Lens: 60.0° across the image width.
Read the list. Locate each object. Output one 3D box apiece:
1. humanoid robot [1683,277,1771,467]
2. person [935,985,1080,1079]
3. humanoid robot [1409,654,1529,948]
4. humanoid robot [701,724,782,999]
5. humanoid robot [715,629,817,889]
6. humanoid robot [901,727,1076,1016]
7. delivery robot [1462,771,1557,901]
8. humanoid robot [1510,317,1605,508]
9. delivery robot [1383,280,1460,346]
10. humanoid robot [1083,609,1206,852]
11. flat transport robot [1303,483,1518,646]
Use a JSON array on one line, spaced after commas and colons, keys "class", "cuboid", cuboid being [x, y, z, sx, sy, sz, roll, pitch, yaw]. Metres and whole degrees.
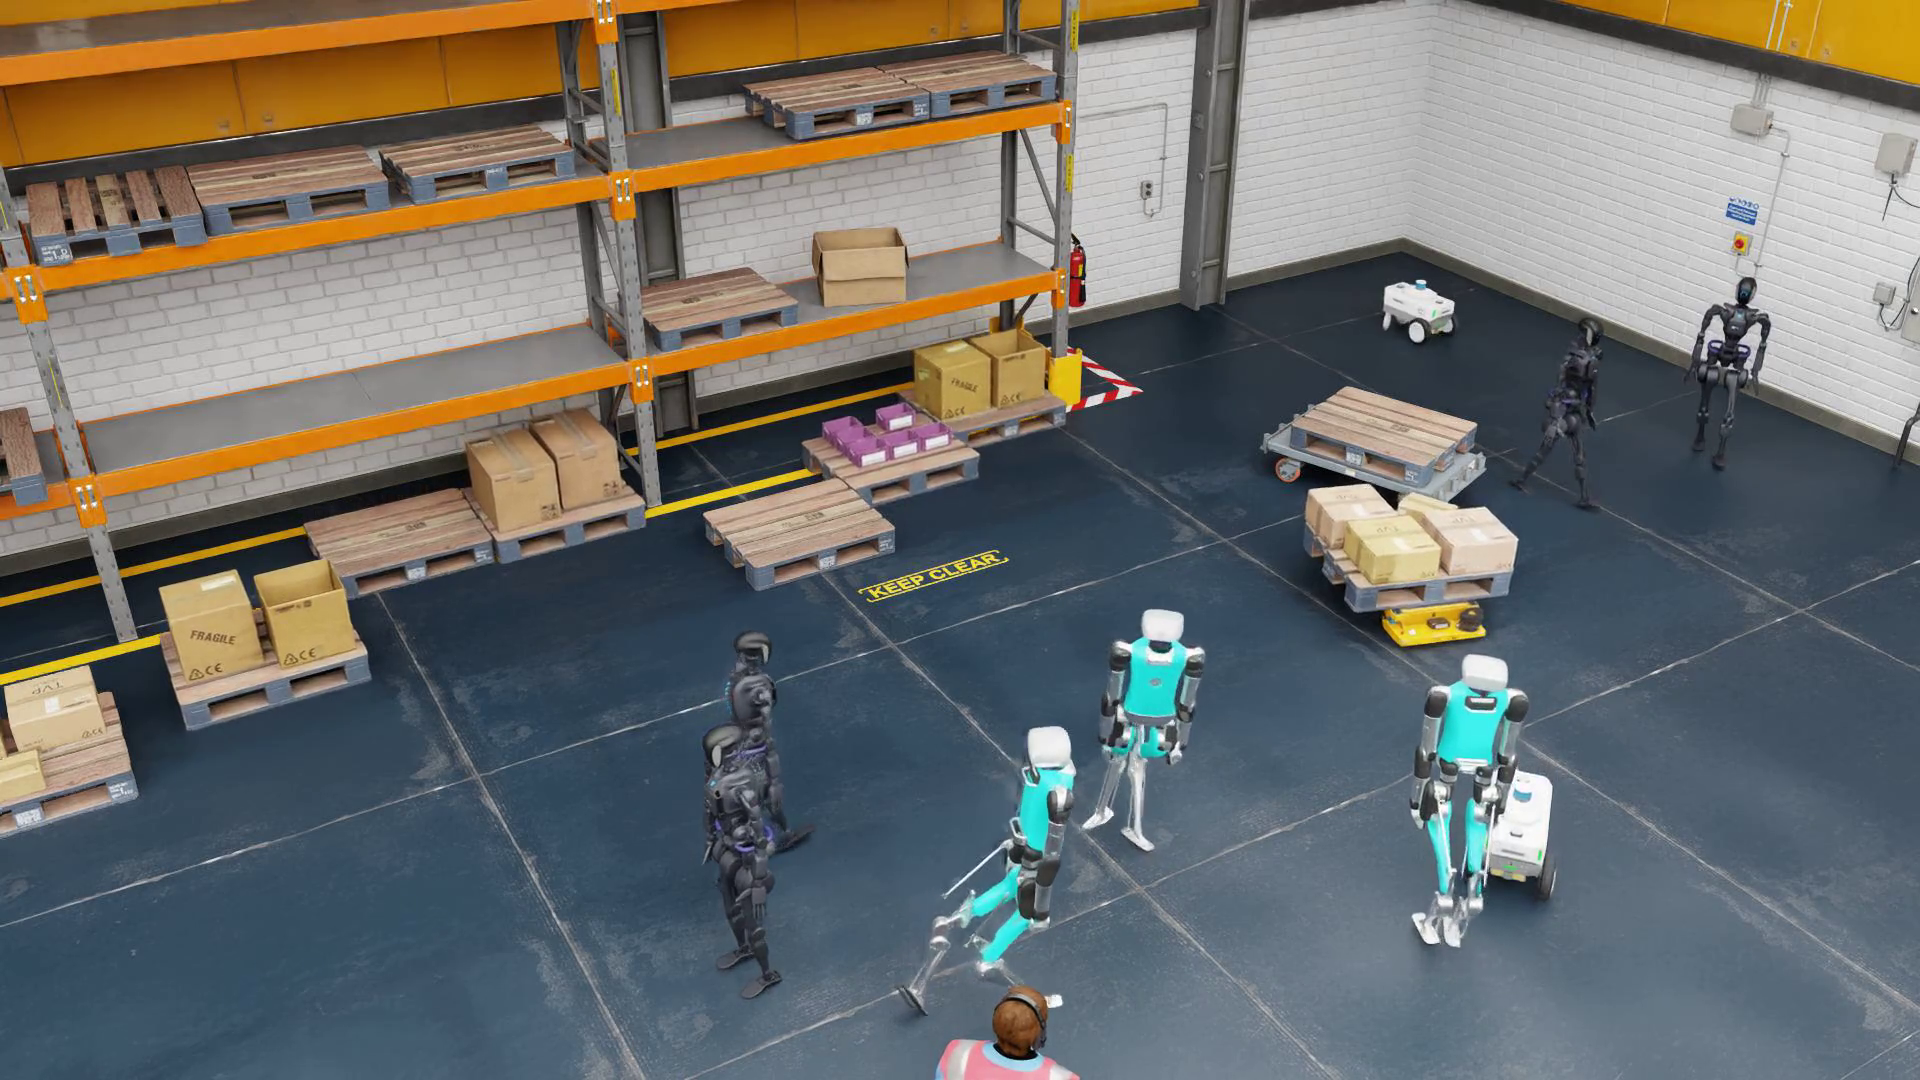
[{"class": "humanoid robot", "cuboid": [6.497, -1.457, 14.126, 0.601, 1.641, 0.597, 13, 32, 22]}, {"class": "person", "cuboid": [0.214, 2.565, 6.852, 0.629, 1.836, 0.431, 10, 31, 17]}, {"class": "humanoid robot", "cuboid": [2.676, 1.507, 8.796, 0.542, 1.774, 0.721, 2, 30, 3]}, {"class": "humanoid robot", "cuboid": [-1.146, 1.645, 8.627, 0.309, 1.652, 0.611, -20, 35, -31]}, {"class": "humanoid robot", "cuboid": [-1.119, 1.224, 9.405, 0.753, 1.622, 0.612, -15, 33, -25]}, {"class": "humanoid robot", "cuboid": [0.084, 1.753, 8.399, 0.971, 1.765, 0.552, -6, 30, -10]}, {"class": "delivery robot", "cuboid": [3.237, 1.692, 9.696, 0.499, 0.602, 0.795, 10, 31, 18]}, {"class": "humanoid robot", "cuboid": [4.925, -1.025, 13.406, 0.589, 1.617, 0.796, -21, 35, -32]}, {"class": "delivery robot", "cuboid": [4.628, -2.325, 16.791, 0.525, 0.587, 0.751, -18, 34, -29]}, {"class": "humanoid robot", "cuboid": [1.043, 1.044, 9.634, 0.624, 1.778, 0.835, 1, 29, 3]}, {"class": "flat transport robot", "cuboid": [3.293, 0.320, 12.407, 0.659, 0.231, 1.431, -6, 30, -10]}]
